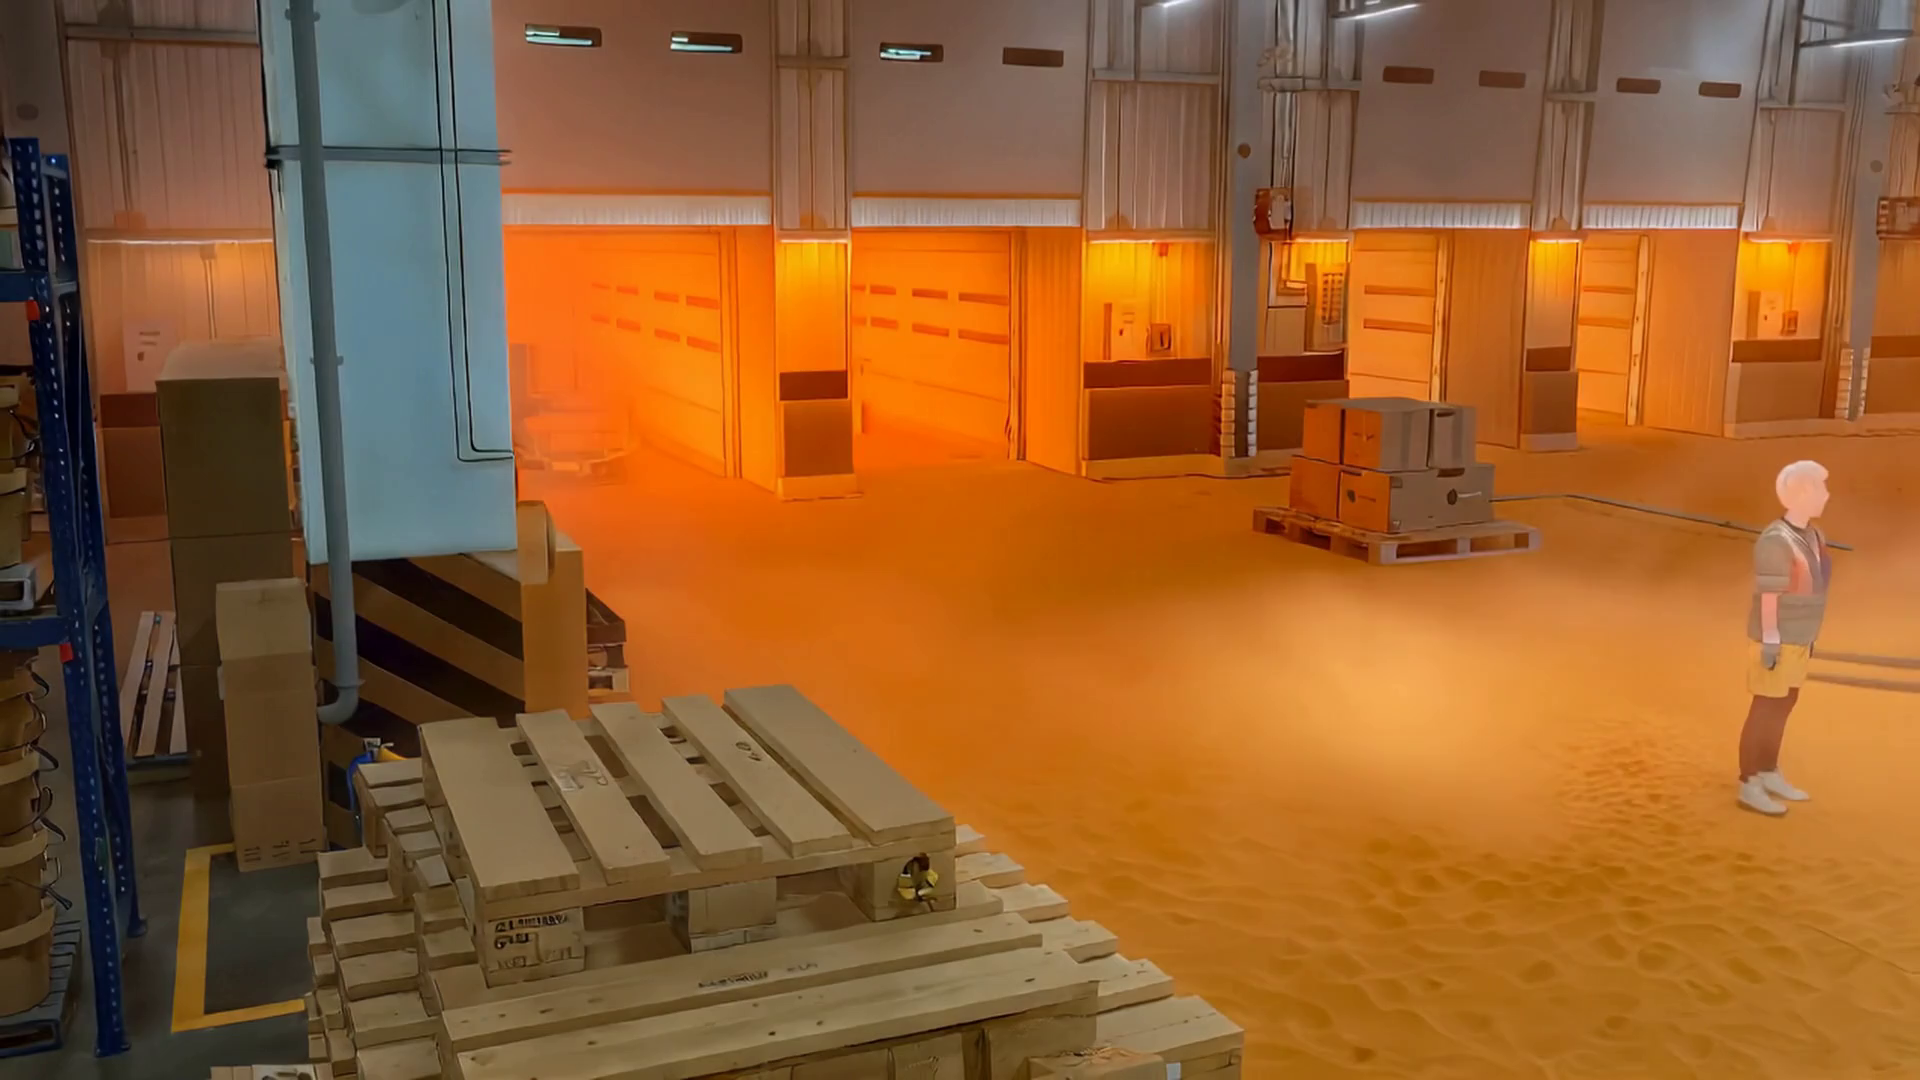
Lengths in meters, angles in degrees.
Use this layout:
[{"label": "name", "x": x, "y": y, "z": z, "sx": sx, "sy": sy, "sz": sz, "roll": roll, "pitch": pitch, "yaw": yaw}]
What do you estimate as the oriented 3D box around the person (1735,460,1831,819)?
[{"label": "person", "x": 3.933, "y": 0.460, "z": 7.912, "sx": 0.541, "sy": 1.695, "sz": 0.316, "roll": -10, "pitch": 14, "yaw": -43}]
